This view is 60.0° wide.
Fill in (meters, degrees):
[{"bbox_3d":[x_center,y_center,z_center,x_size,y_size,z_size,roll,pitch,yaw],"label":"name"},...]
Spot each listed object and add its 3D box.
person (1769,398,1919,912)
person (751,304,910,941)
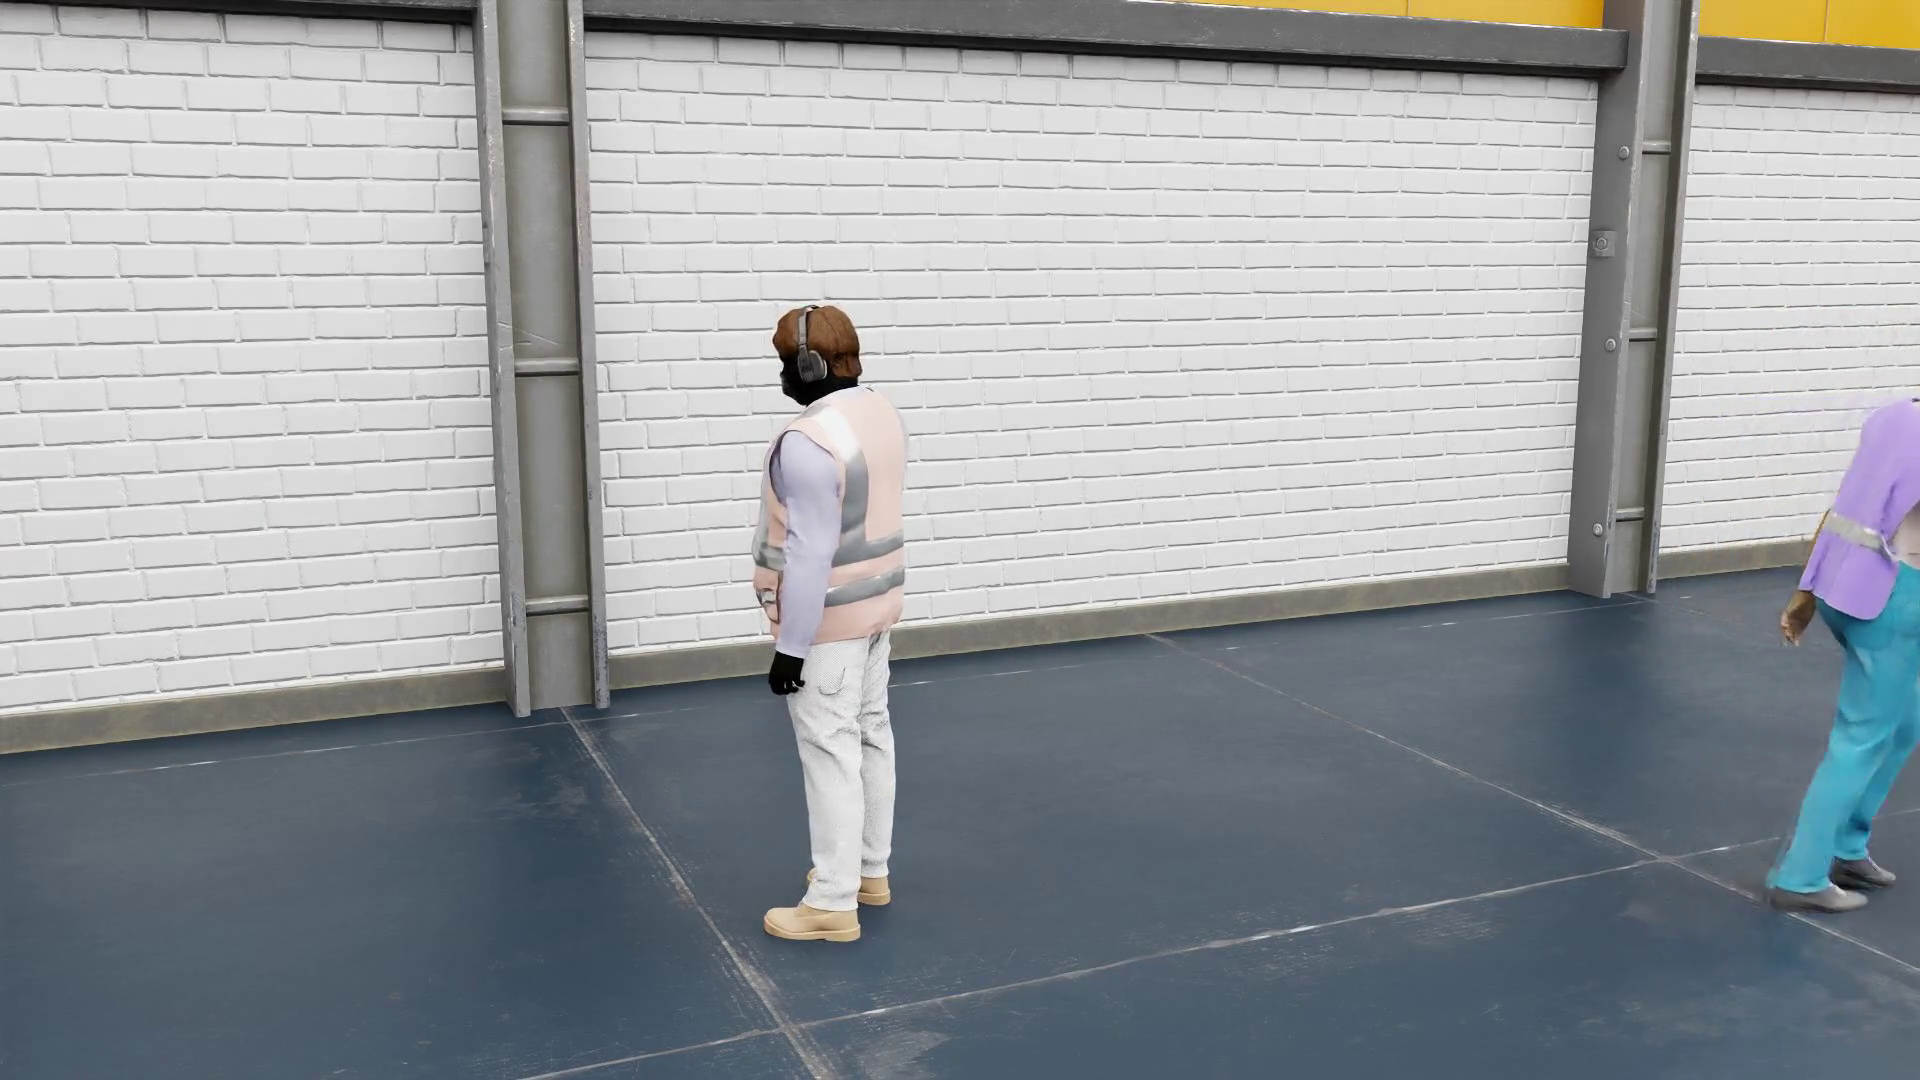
[{"bbox_3d":[2.744,0.252,4.906,0.617,1.787,0.605,0,10,0],"label":"person"},{"bbox_3d":[-0.385,0.242,4.834,0.429,1.838,0.621,4,11,20],"label":"person"}]
